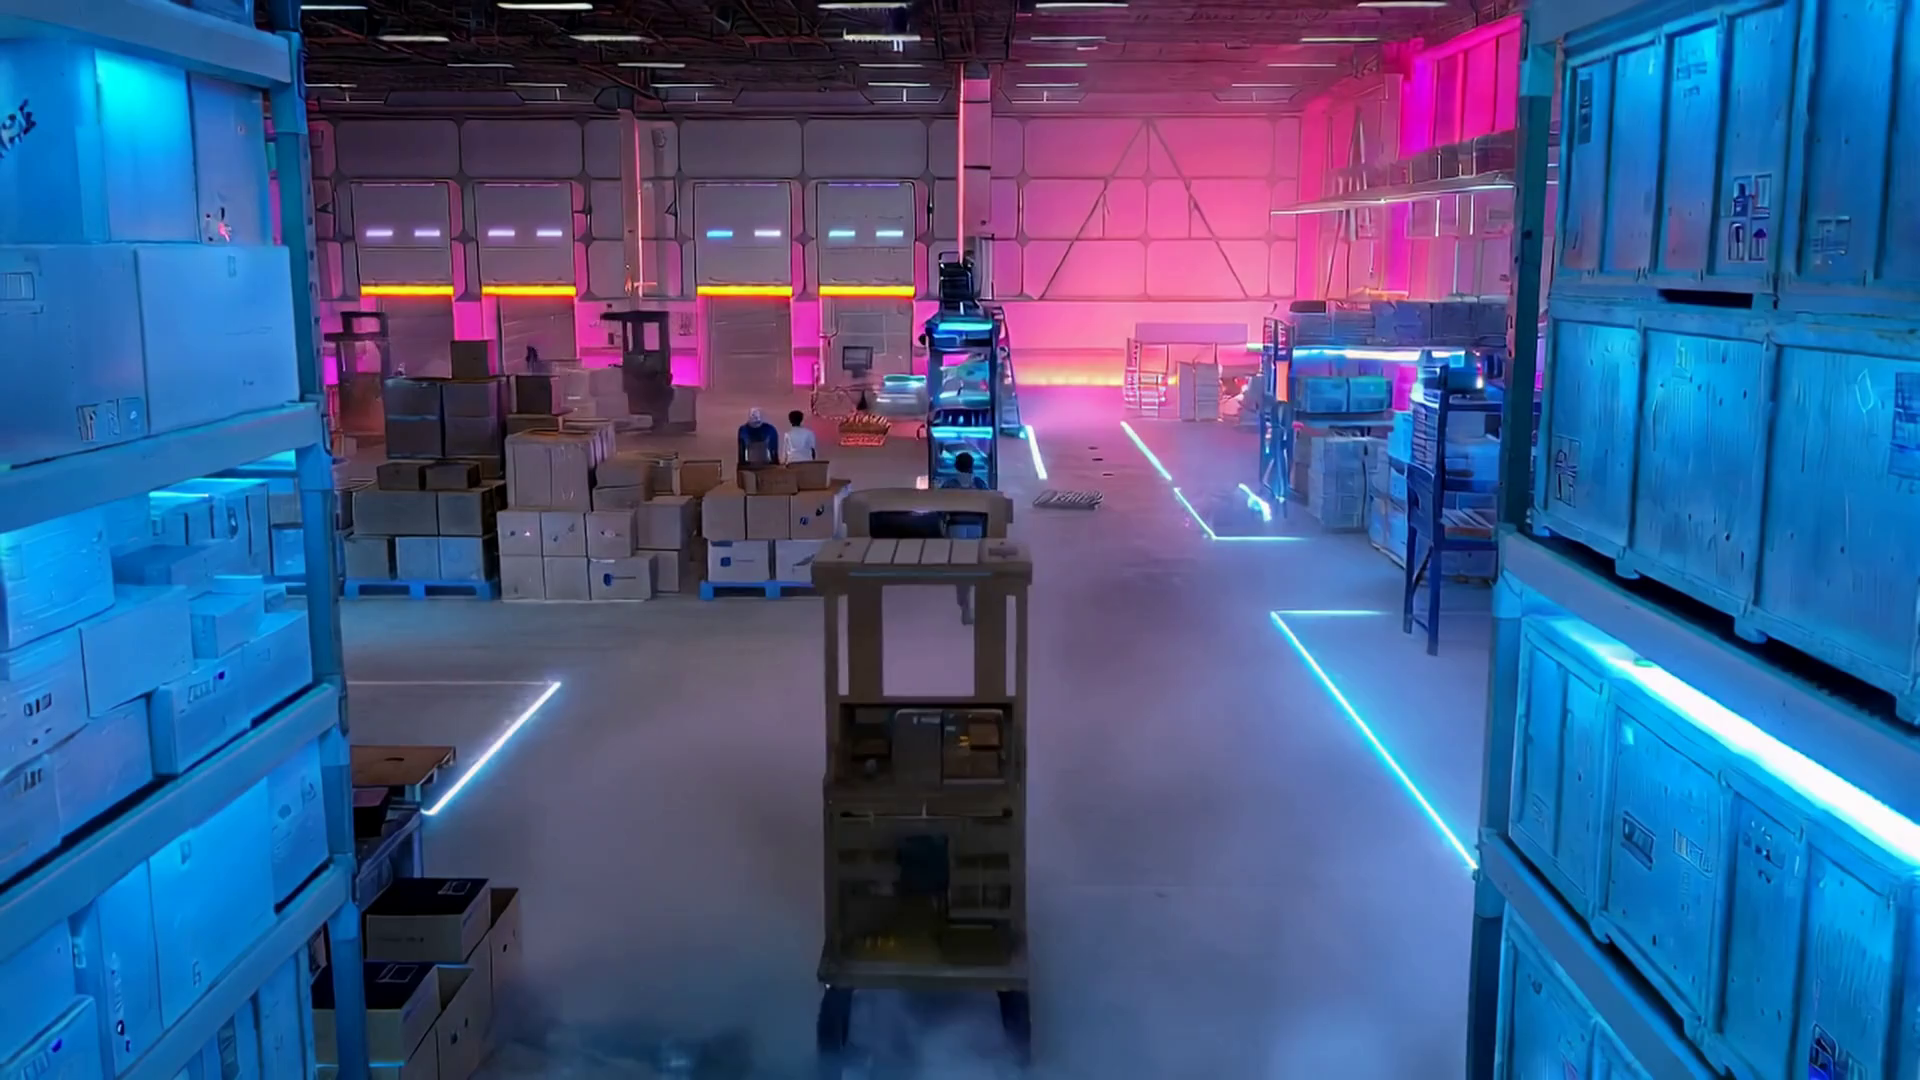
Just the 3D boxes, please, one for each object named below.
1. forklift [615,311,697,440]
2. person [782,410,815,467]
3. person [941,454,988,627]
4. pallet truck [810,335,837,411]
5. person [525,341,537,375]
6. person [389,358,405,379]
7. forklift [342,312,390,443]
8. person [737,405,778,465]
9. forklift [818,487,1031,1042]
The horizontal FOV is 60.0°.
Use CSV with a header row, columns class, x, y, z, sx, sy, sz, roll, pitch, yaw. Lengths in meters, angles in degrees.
class,x,y,z,sx,sy,sz,roll,pitch,yaw
forklift,-6.885,-3.733,37.240,1.129,2.768,1.873,5,11,29
person,-2.535,-1.220,26.216,0.531,1.670,0.796,-2,10,-13
person,0.060,-0.013,18.538,0.569,1.926,0.550,-3,10,-16
pallet truck,-3.021,-4.312,43.126,1.885,1.965,0.823,3,10,17
person,-12.041,-4.795,46.903,0.880,1.656,0.532,2,10,12
person,-11.690,-2.827,34.730,0.373,1.940,0.629,0,10,-2
forklift,-12.964,-3.605,36.499,1.129,2.768,1.873,0,10,1
person,-2.955,-1.022,24.365,0.627,1.929,0.368,3,10,15
forklift,-0.177,1.101,9.352,1.129,2.768,1.873,0,10,1
